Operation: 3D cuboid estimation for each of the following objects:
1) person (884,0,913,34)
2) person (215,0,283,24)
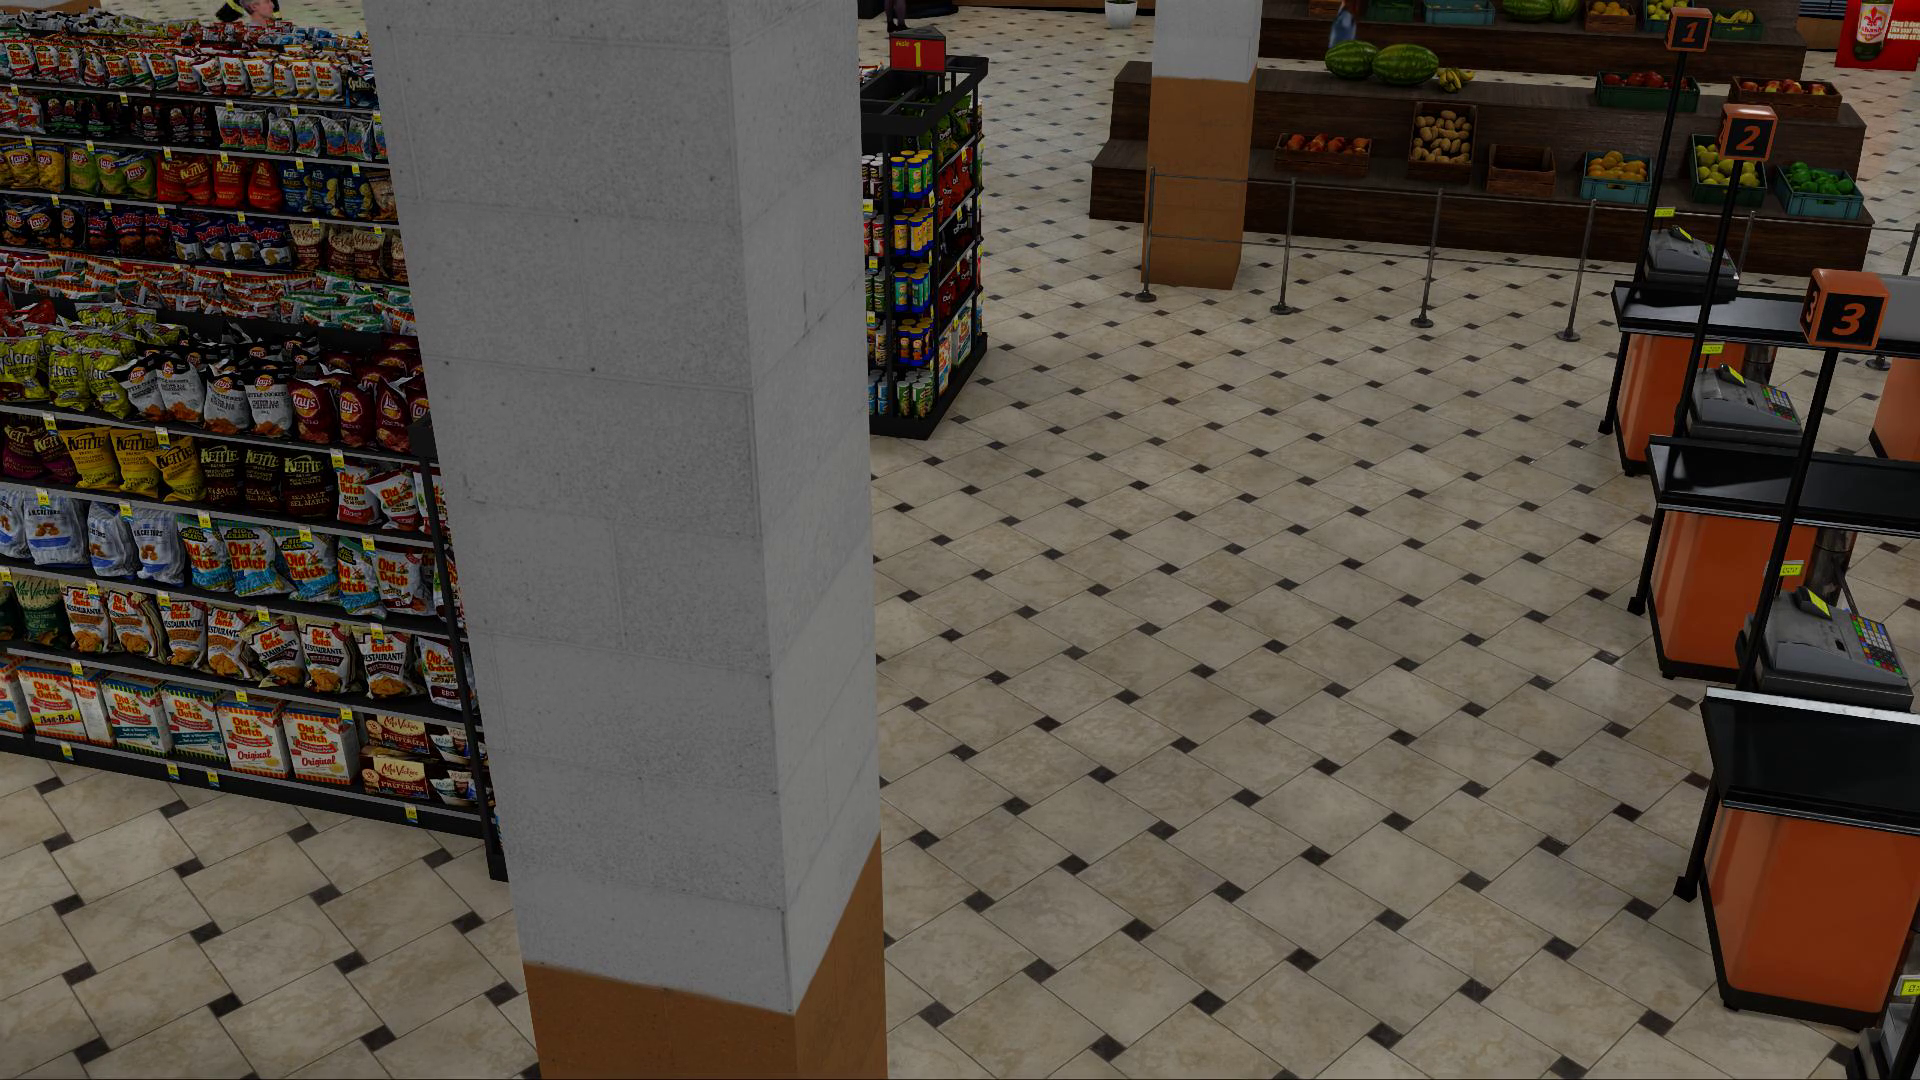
[{"bbox_3d":[-0.780,-7.028,20.241,0.847,1.672,0.755,-24,37,-37],"label":"person"},{"bbox_3d":[-8.600,-6.981,19.864,1.306,1.951,1.027,-2,29,-4],"label":"person"}]
